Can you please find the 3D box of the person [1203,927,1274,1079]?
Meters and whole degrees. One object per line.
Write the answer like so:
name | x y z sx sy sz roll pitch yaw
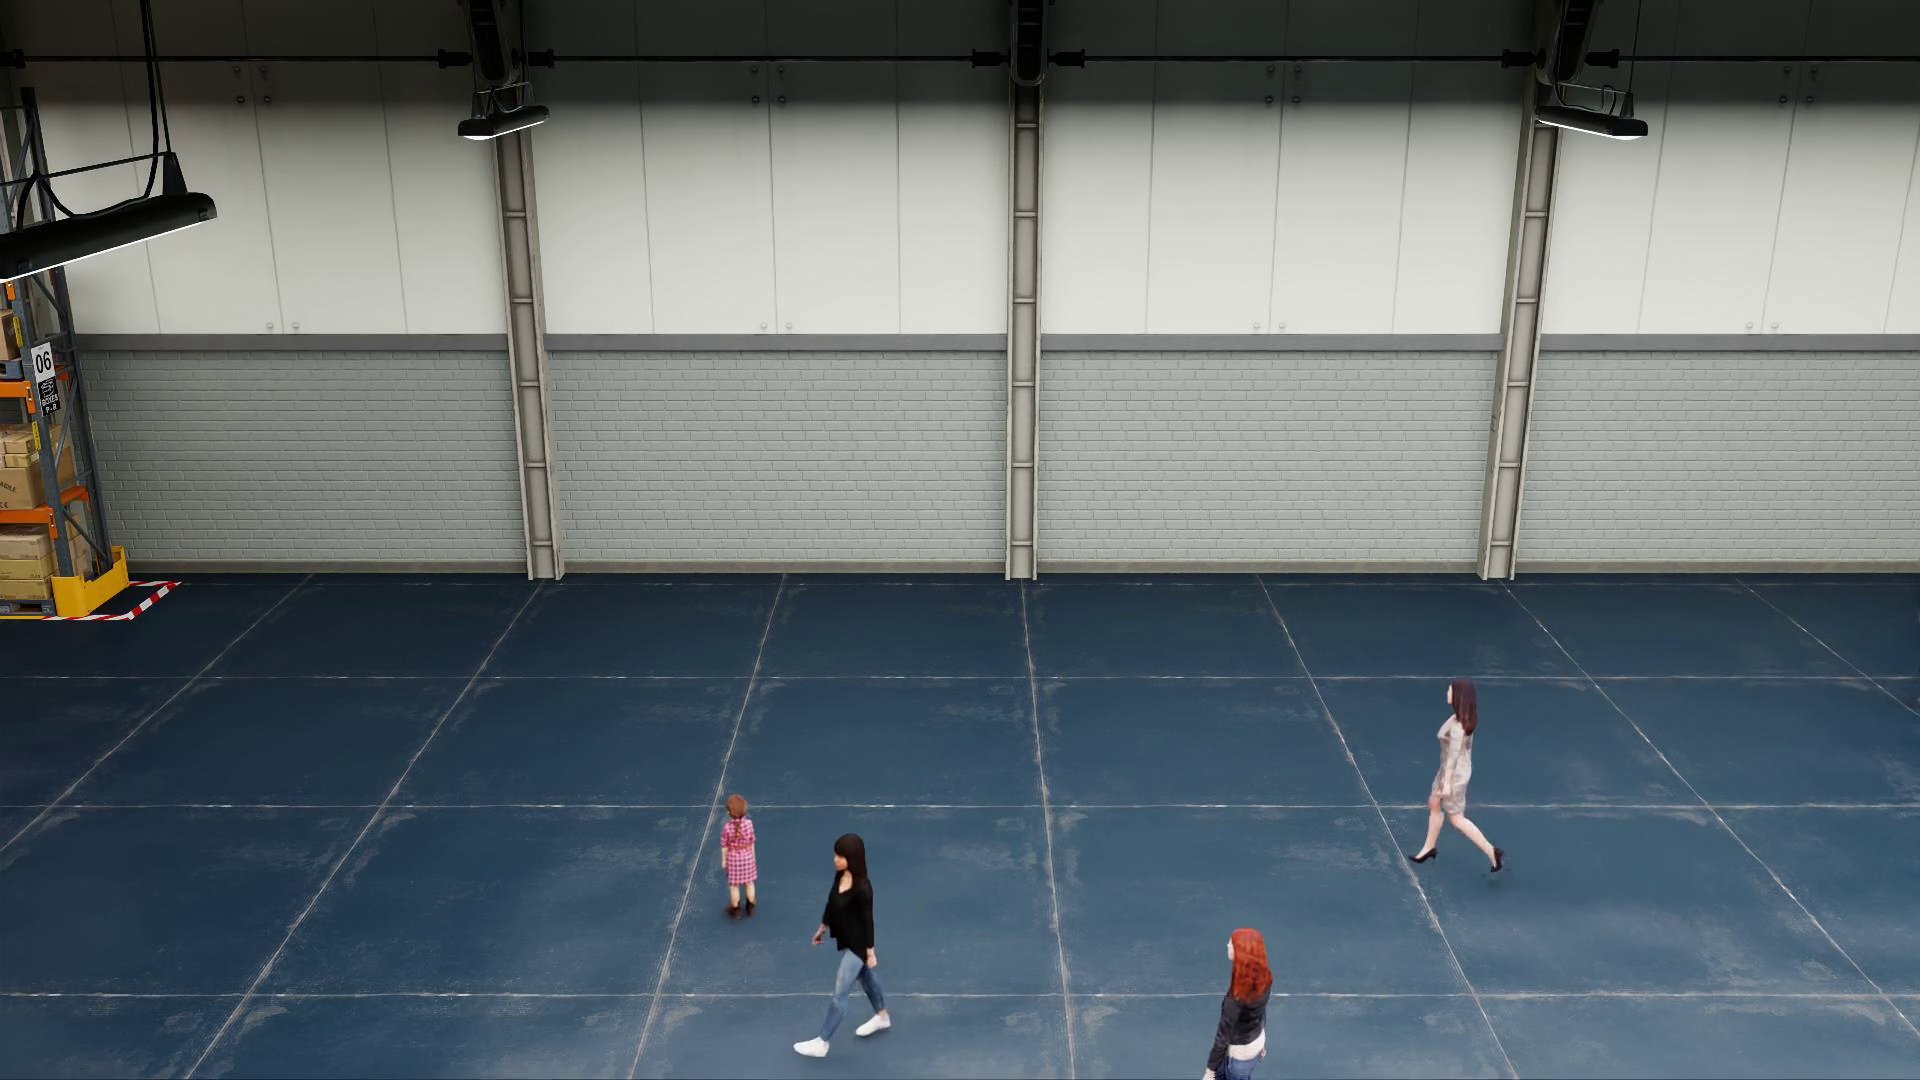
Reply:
person | 1.768 3.129 9.936 0.808 1.780 0.759 12 21 32

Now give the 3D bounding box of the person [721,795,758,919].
person | -1.742 2.491 13.122 0.468 1.020 0.551 -7 19 -22

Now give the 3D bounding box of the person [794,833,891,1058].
person | -0.673 2.733 11.421 1.080 1.613 0.858 -9 20 -25

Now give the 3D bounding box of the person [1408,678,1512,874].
person | 4.119 1.969 13.592 1.142 1.723 0.929 10 20 27
